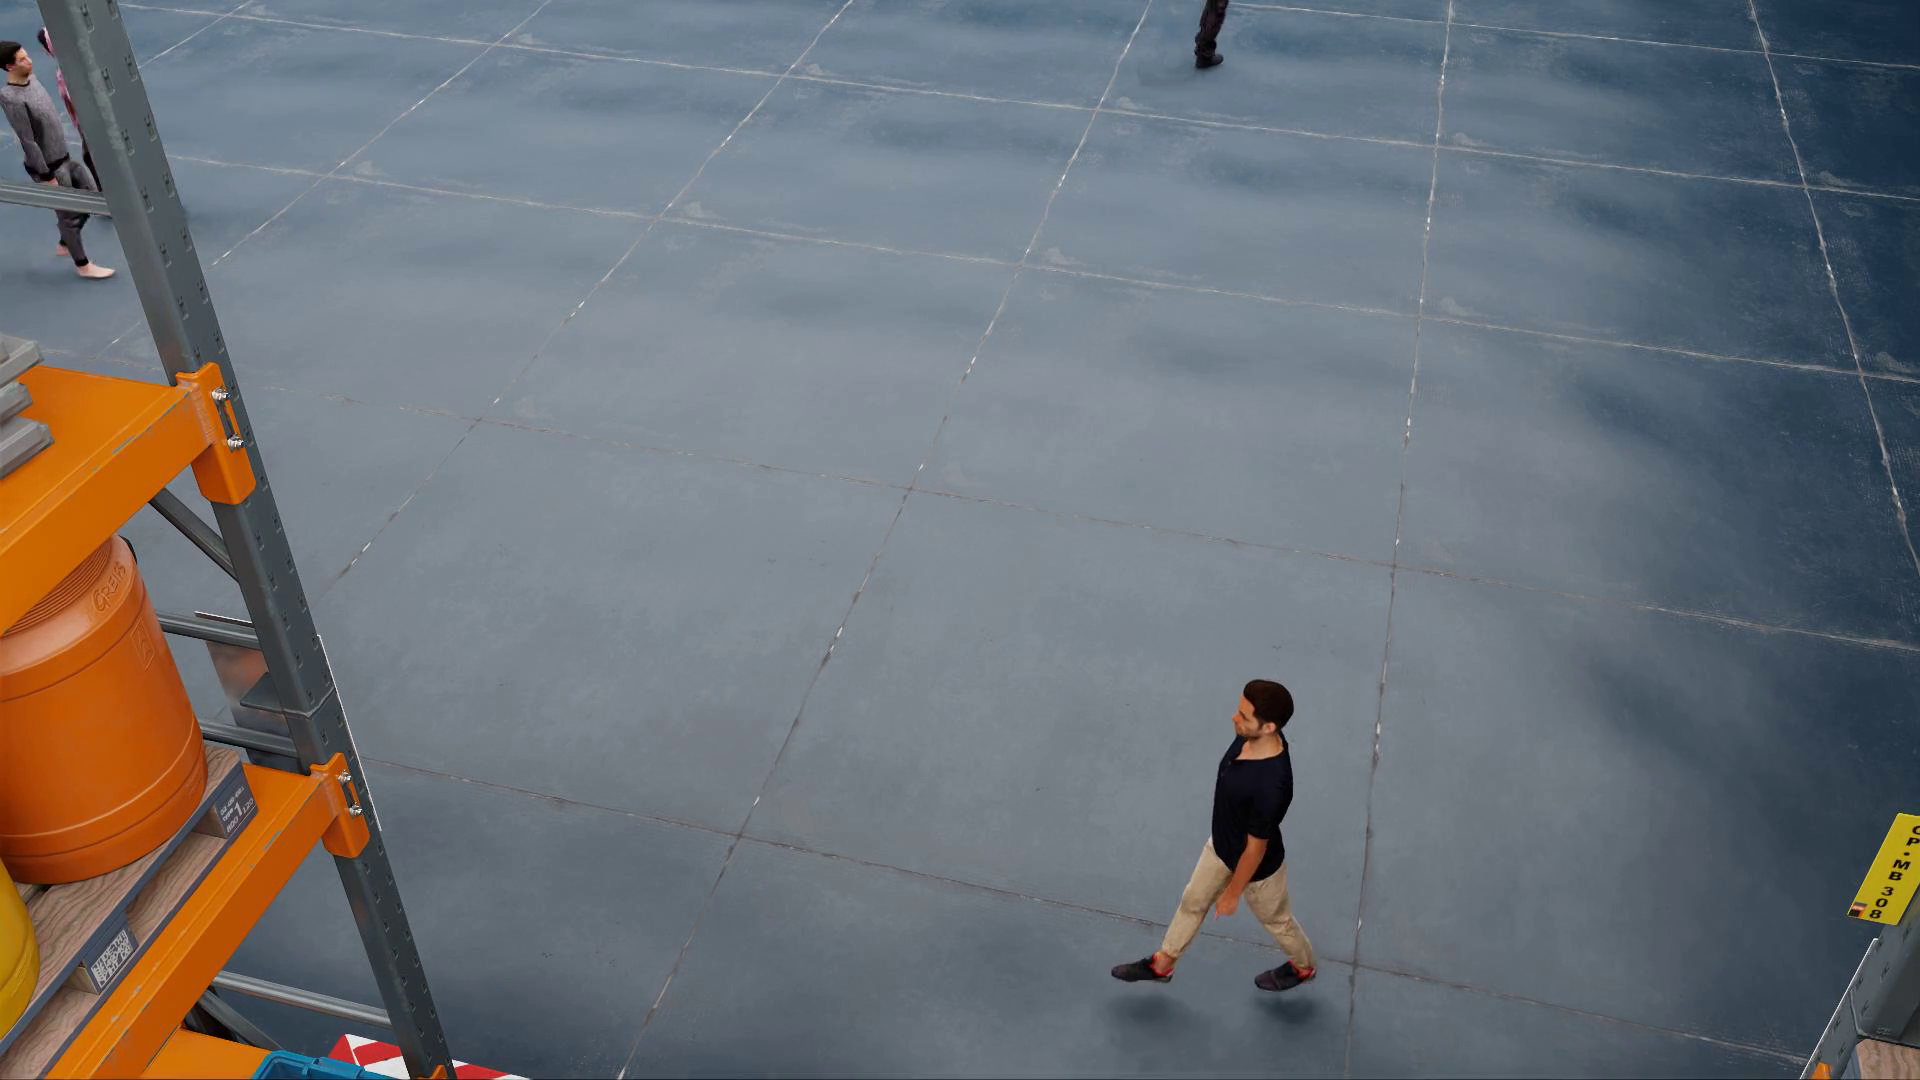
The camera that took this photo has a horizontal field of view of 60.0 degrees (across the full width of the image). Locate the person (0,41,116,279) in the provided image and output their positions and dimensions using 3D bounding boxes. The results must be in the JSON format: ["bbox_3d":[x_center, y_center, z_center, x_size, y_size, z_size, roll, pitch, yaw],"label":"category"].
[{"bbox_3d":[-6.699,-2.747,12.100,0.866,1.827,0.728,-4,38,-5],"label":"person"}]

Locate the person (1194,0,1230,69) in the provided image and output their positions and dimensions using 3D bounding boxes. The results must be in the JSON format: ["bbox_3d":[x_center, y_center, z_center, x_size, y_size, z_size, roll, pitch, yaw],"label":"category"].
[{"bbox_3d":[2.309,-5.222,15.279,0.895,1.808,0.862,-27,45,-30],"label":"person"}]

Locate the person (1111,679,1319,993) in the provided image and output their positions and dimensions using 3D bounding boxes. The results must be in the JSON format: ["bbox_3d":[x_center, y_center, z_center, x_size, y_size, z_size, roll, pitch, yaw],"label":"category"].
[{"bbox_3d":[1.290,1.310,6.931,1.010,1.808,1.185,-4,38,-5],"label":"person"}]
